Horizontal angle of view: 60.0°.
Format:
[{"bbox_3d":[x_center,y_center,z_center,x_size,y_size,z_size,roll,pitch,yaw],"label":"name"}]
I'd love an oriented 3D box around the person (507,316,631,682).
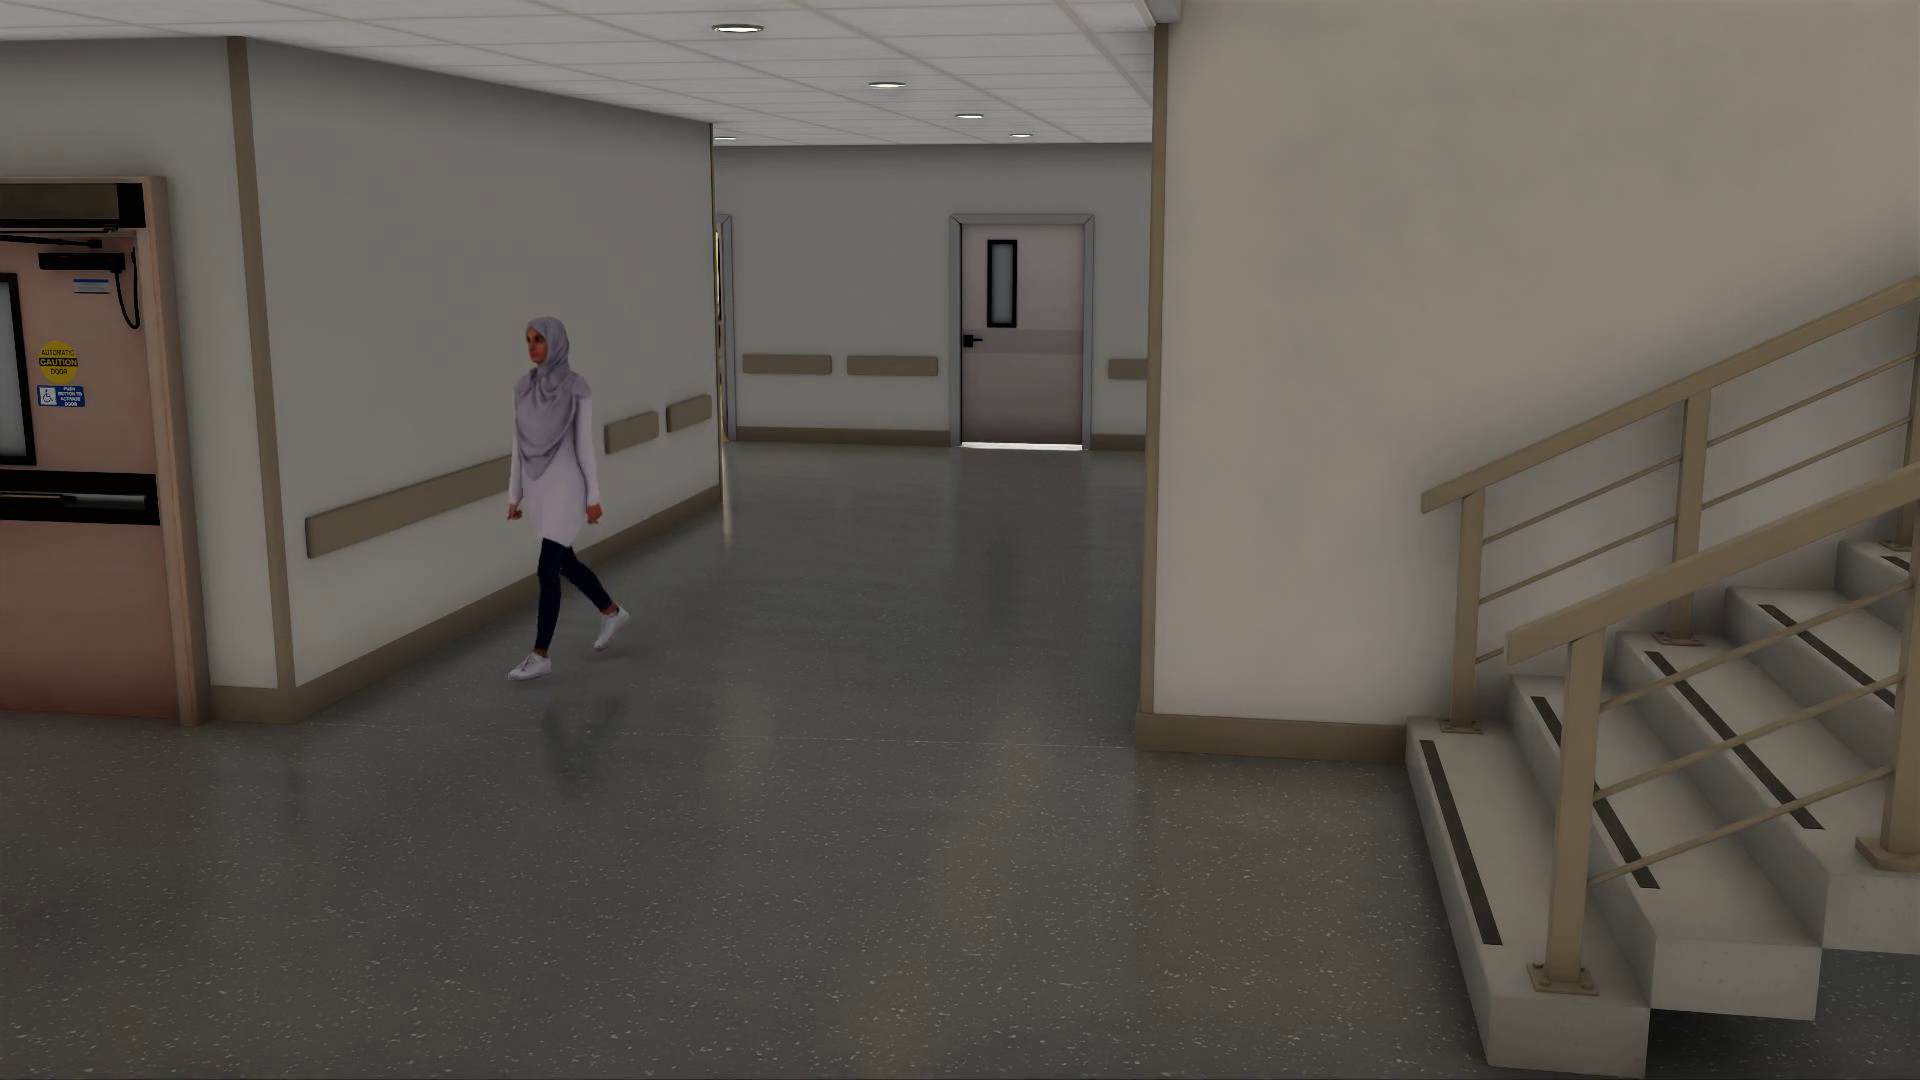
[{"bbox_3d":[-1.942,-0.208,8.275,1.133,1.741,0.938,6,13,31],"label":"person"}]
